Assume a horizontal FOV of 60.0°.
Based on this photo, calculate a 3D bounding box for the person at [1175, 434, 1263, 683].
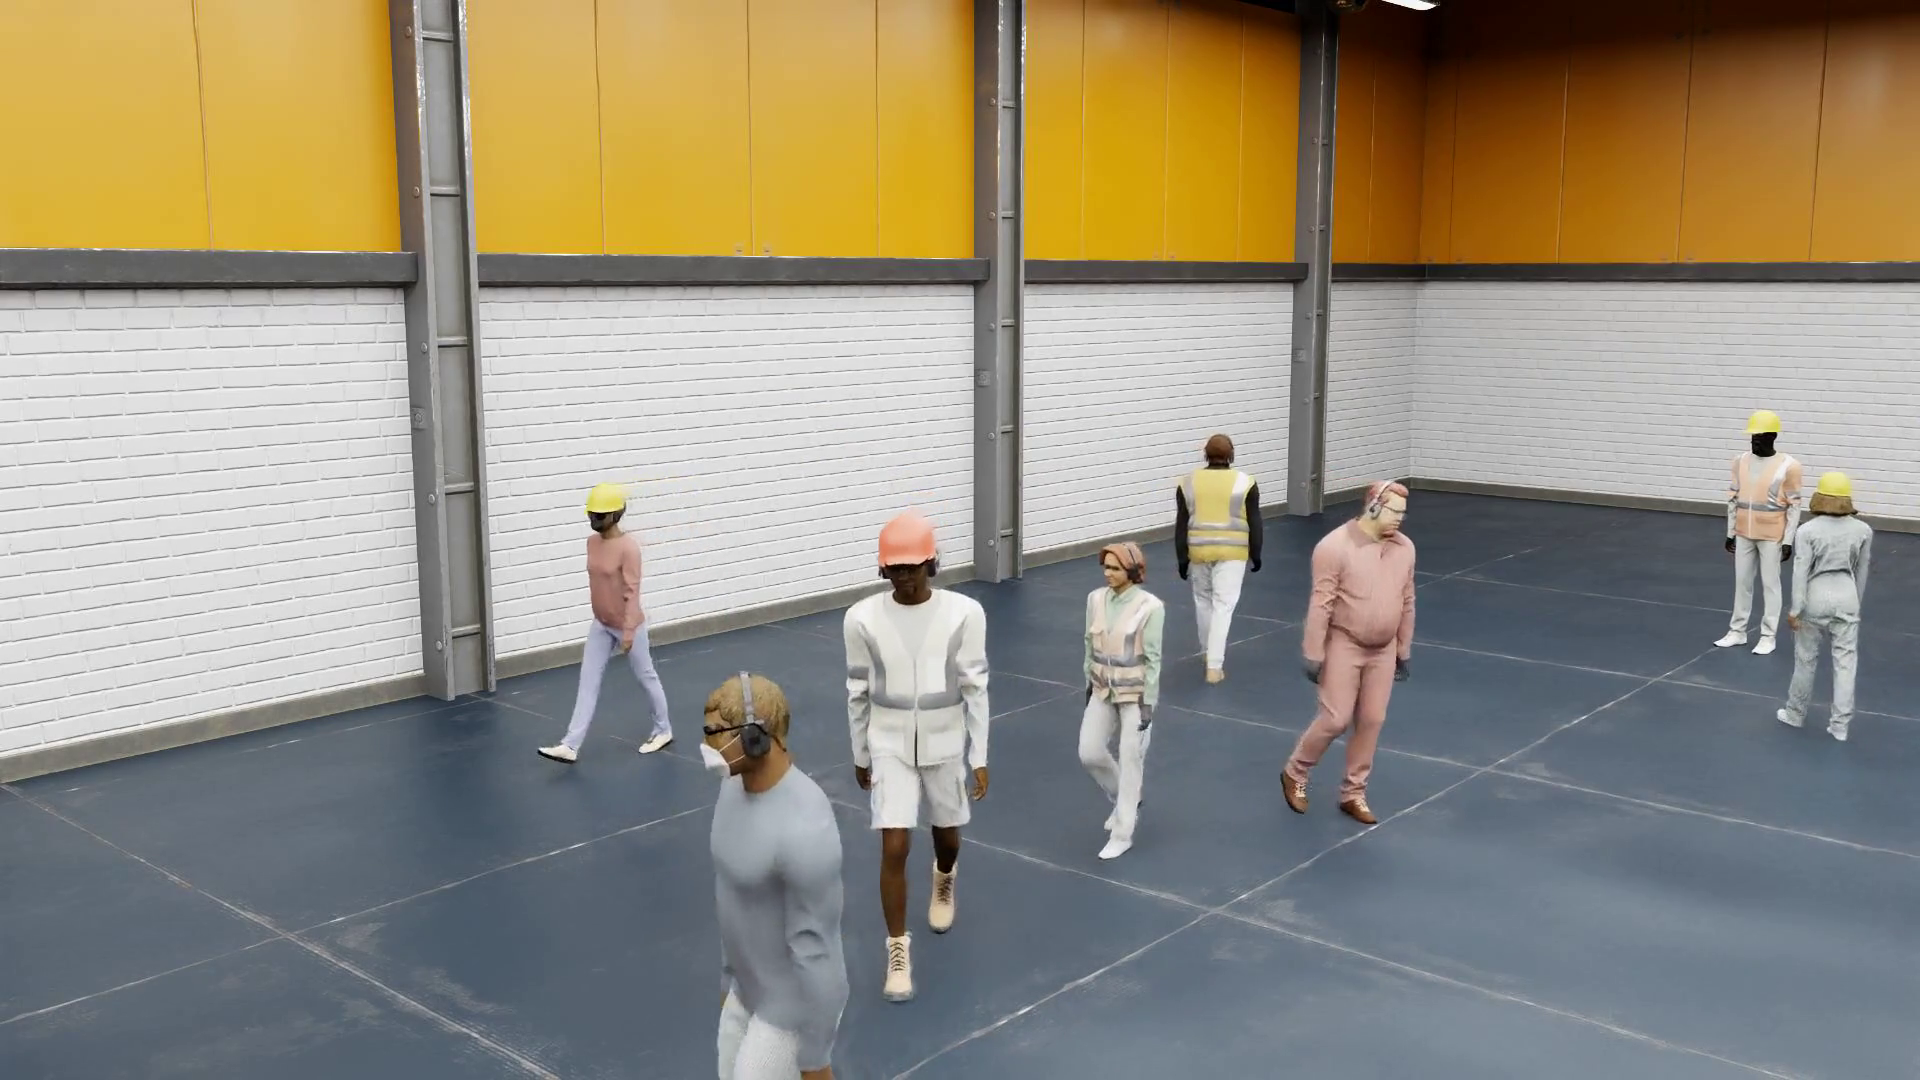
[{"bbox_3d":[1.942,0.112,12.398,0.618,1.796,0.963,4,10,24],"label":"person"}]

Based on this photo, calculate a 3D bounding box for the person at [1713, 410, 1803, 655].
[{"bbox_3d":[6.295,-0.061,13.096,0.387,1.927,0.589,-5,10,-30],"label":"person"}]

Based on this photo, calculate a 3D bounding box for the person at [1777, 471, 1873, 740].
[{"bbox_3d":[5.613,0.411,10.789,0.492,1.737,0.468,1,9,6],"label":"person"}]

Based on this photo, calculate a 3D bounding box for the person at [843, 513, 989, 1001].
[{"bbox_3d":[-0.183,0.852,7.123,0.613,2.012,0.912,0,9,-1],"label":"person"}]

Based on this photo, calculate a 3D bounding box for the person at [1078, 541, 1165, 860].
[{"bbox_3d":[0.834,0.811,8.555,0.540,1.630,0.436,9,13,44],"label":"person"}]

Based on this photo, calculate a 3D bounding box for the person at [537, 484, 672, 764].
[{"bbox_3d":[-2.126,0.515,10.112,0.540,1.712,0.949,8,12,40],"label":"person"}]

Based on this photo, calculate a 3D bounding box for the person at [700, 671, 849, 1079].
[{"bbox_3d":[-0.438,1.291,4.654,0.687,1.918,0.633,-4,10,-24],"label":"person"}]

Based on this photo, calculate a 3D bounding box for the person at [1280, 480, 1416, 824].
[{"bbox_3d":[2.182,0.598,9.136,0.687,1.878,0.511,-4,10,-22],"label":"person"}]
